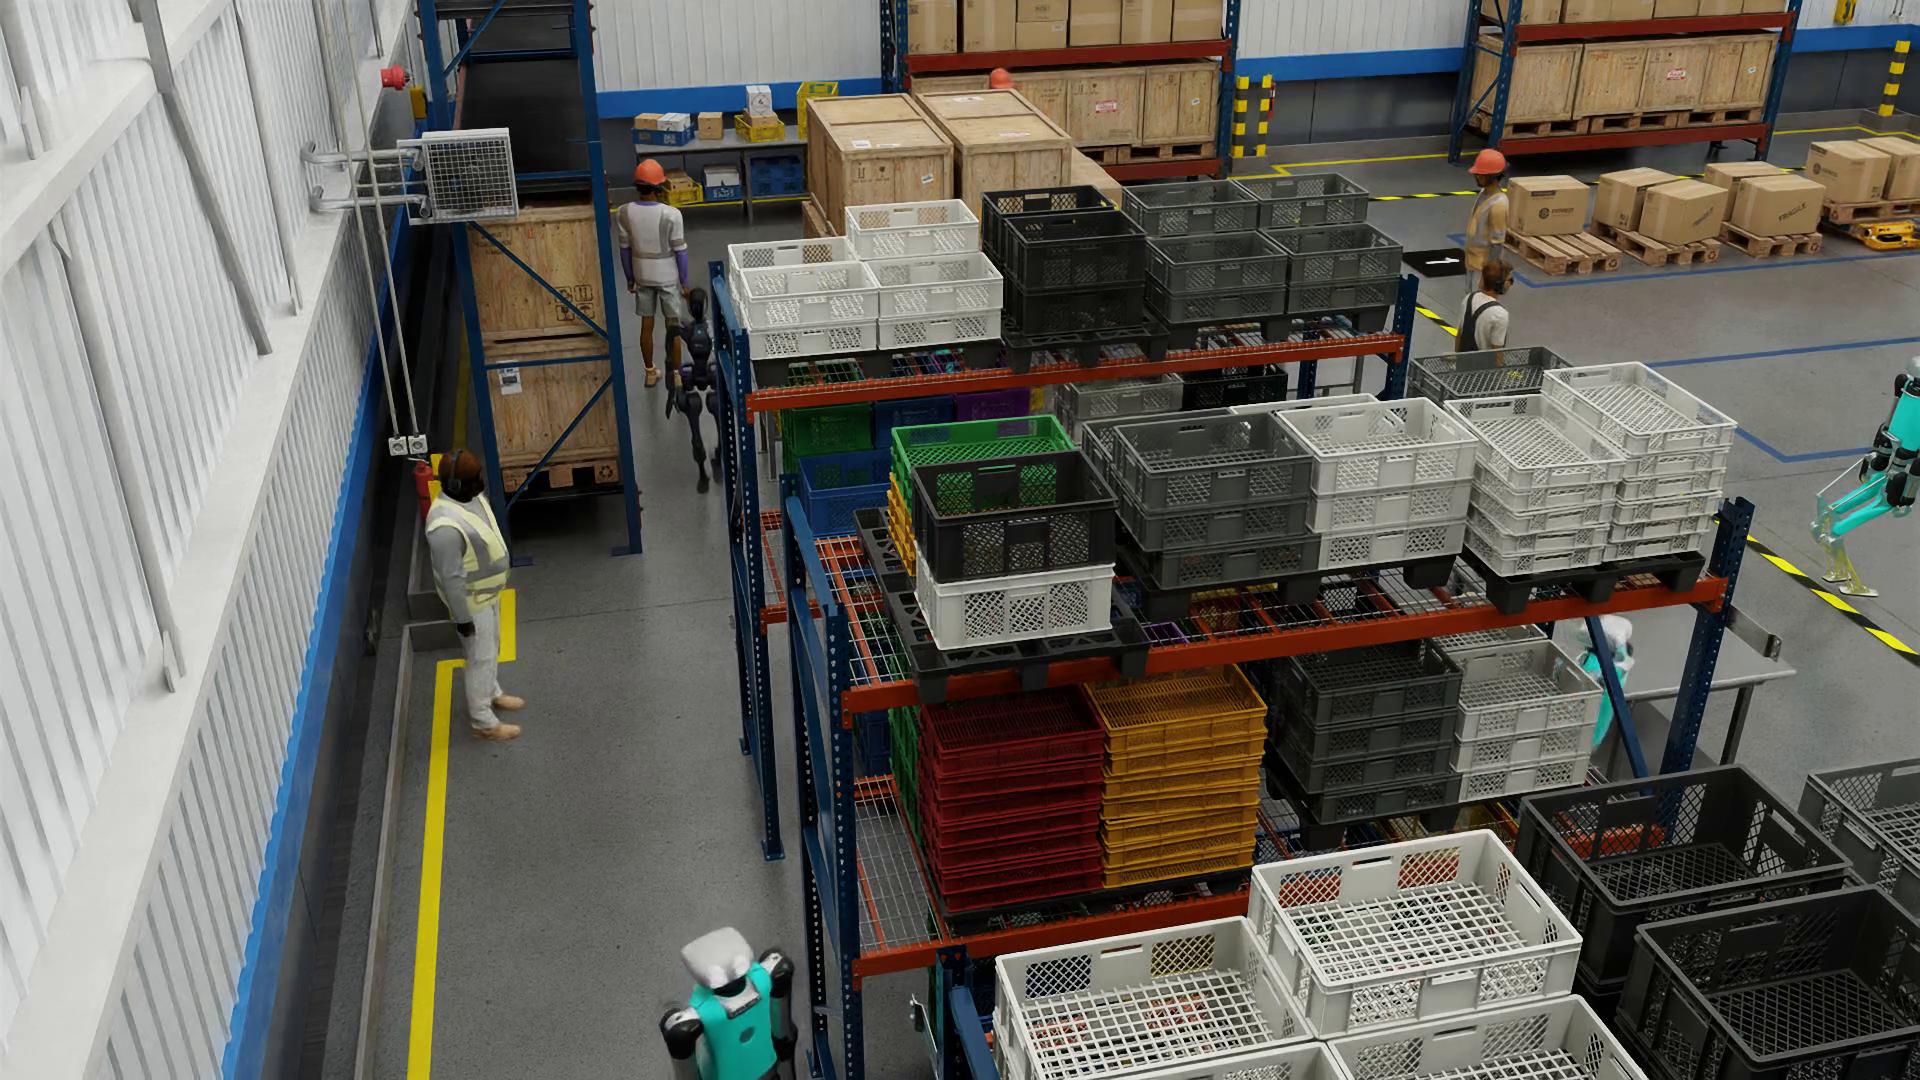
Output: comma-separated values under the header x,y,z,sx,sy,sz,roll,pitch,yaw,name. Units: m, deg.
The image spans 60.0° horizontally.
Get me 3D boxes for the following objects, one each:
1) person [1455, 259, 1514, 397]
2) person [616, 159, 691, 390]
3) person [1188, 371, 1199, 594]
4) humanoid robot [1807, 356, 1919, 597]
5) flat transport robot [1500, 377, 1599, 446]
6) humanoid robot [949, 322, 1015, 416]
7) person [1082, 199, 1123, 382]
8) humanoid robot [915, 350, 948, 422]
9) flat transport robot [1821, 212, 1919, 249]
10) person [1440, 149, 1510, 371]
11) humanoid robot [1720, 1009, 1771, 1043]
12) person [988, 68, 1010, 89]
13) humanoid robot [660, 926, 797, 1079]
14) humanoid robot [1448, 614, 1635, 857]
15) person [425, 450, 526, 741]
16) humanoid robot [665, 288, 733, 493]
x,y,z,sx,sy,sz,roll,pitch,yaw,name
3.973,-1.260,12.747,0.325,1.842,0.514,-10,29,-18,person
-2.641,-2.303,14.516,0.609,2.043,0.372,5,28,10,person
1.482,-0.346,10.960,0.566,1.901,0.588,-6,28,-12,person
6.054,-0.417,11.124,0.735,1.673,0.533,-1,28,-3,humanoid robot
4.780,-1.036,14.013,0.659,0.231,1.431,-6,28,-12,flat transport robot
0.163,-1.224,12.646,0.533,1.681,0.735,2,28,3,humanoid robot
1.254,-2.068,14.359,0.524,1.772,0.307,6,28,11,person
0.007,-0.826,12.043,0.961,1.765,0.552,7,28,12,humanoid robot
10.239,-3.632,18.908,0.652,0.197,1.431,-6,28,-12,flat transport robot
4.626,-2.472,14.844,0.390,2.037,0.604,1,28,2,person
2.687,2.293,6.142,0.770,1.796,0.530,-6,28,-11,humanoid robot
0.423,-4.226,18.300,0.557,1.924,0.417,-4,28,-7,person
-0.962,2.136,6.418,0.562,1.791,0.676,-23,35,-36,humanoid robot
2.885,1.109,8.407,1.037,1.753,0.548,19,33,31,humanoid robot
-2.848,0.309,9.783,0.429,1.835,0.633,-1,28,-3,person
-1.966,-1.134,12.683,0.585,1.641,0.346,-4,28,-7,humanoid robot
